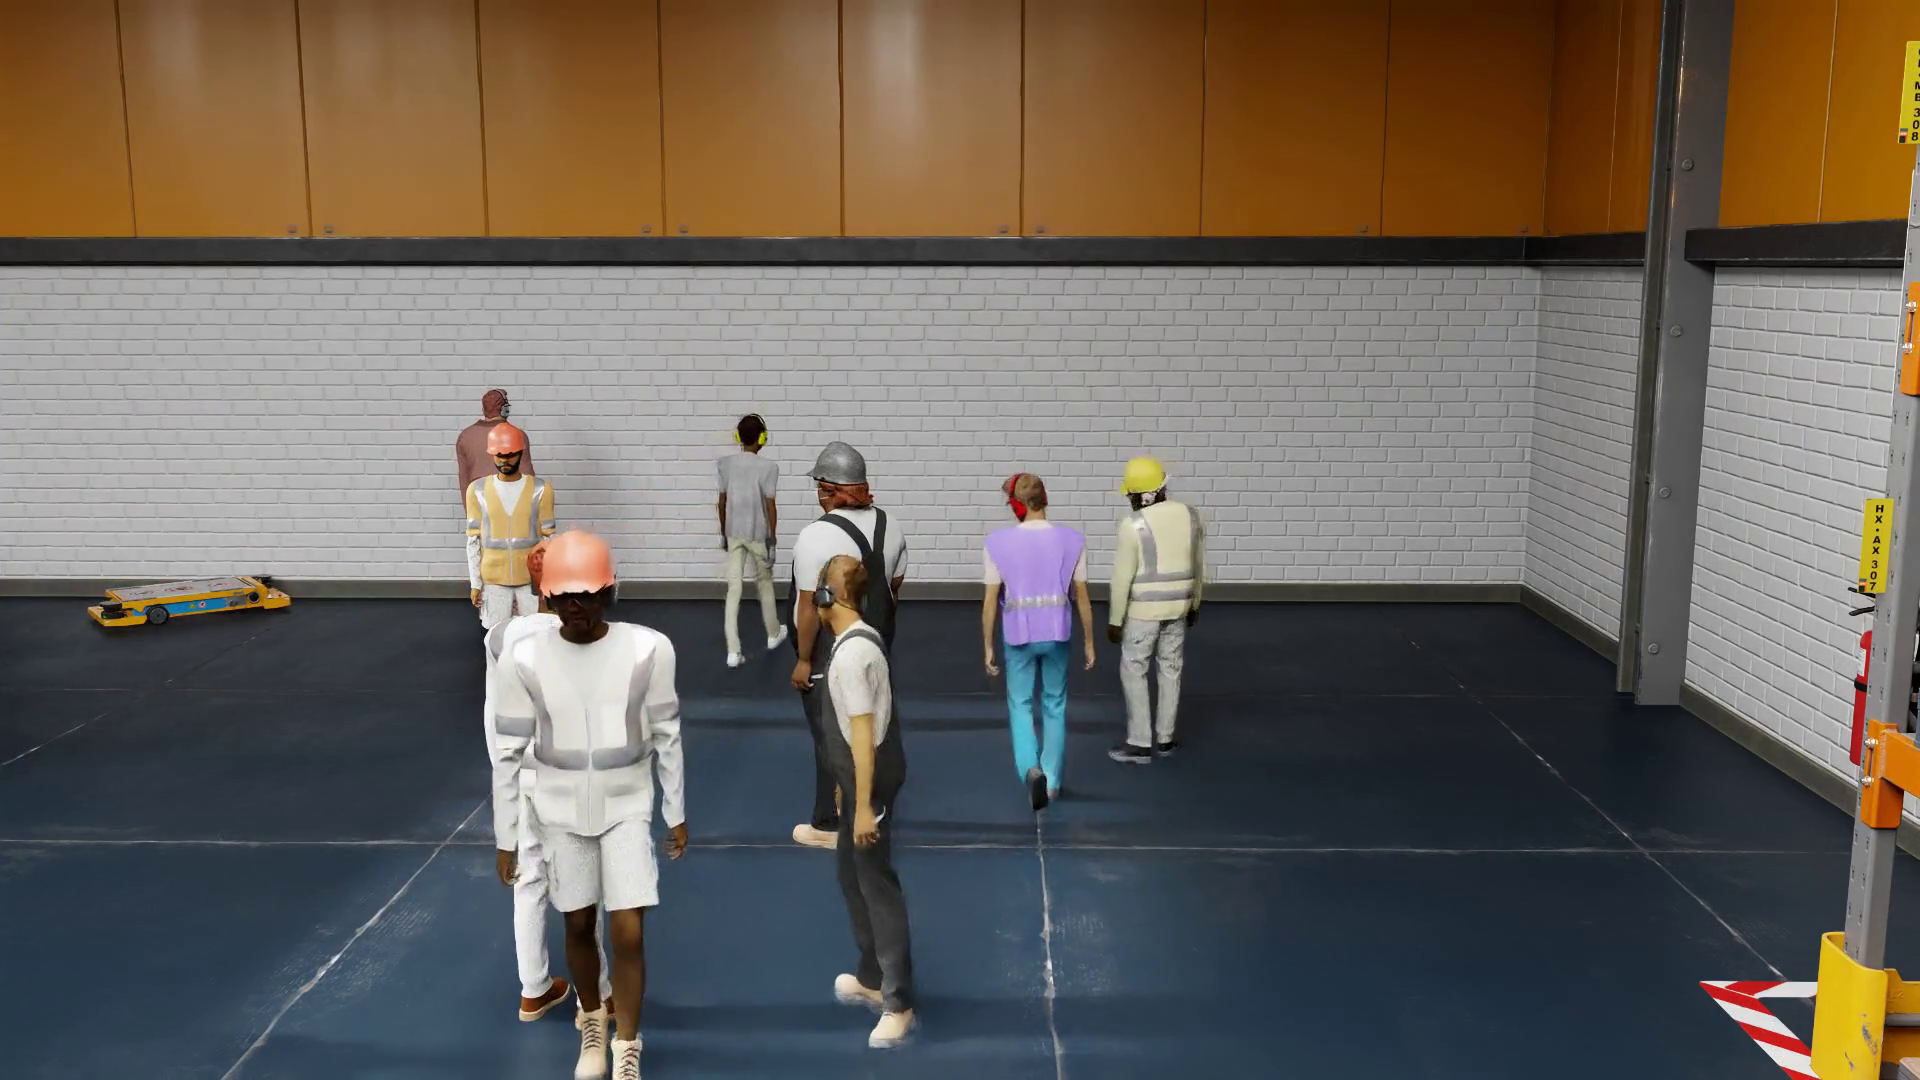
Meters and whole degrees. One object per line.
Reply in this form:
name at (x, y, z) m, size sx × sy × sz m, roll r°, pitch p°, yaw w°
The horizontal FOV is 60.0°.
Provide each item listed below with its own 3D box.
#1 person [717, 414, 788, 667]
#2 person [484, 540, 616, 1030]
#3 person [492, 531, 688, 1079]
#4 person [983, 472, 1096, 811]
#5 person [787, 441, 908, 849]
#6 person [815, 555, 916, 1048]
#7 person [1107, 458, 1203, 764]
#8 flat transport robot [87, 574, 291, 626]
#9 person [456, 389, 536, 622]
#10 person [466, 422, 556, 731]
person at (-1.554, -0.019, 12.252) m, size 0.538 × 1.818 × 0.971 m, roll 2°, pitch 10°, yaw 12°
person at (-1.529, 0.931, 6.365) m, size 0.585 × 1.882 × 0.337 m, roll 4°, pitch 10°, yaw 20°
person at (-1.269, 0.977, 5.688) m, size 0.654 × 2.011 × 0.815 m, roll -1°, pitch 10°, yaw -8°
person at (0.431, 0.552, 8.830) m, size 0.615 × 1.820 × 0.674 m, roll -1°, pitch 10°, yaw -6°
person at (-0.621, 0.515, 8.386) m, size 0.538 × 2.000 × 0.685 m, roll 8°, pitch 12°, yaw 40°
person at (-0.361, 0.978, 6.334) m, size 0.398 × 1.808 × 0.685 m, roll 0°, pitch 9°, yaw -2°
person at (1.144, 0.414, 9.745) m, size 0.648 × 1.796 × 0.404 m, roll -5°, pitch 11°, yaw -28°
flat transport robot at (-6.405, 0.490, 13.829) m, size 1.431 × 0.197 × 0.652 m, roll -7°, pitch 12°, yaw -37°
person at (-3.728, -0.273, 13.513) m, size 0.648 × 1.907 × 0.409 m, roll 2°, pitch 10°, yaw 11°
person at (-2.797, 0.230, 10.403) m, size 0.545 × 1.938 × 0.362 m, roll -2°, pitch 10°, yaw -13°
